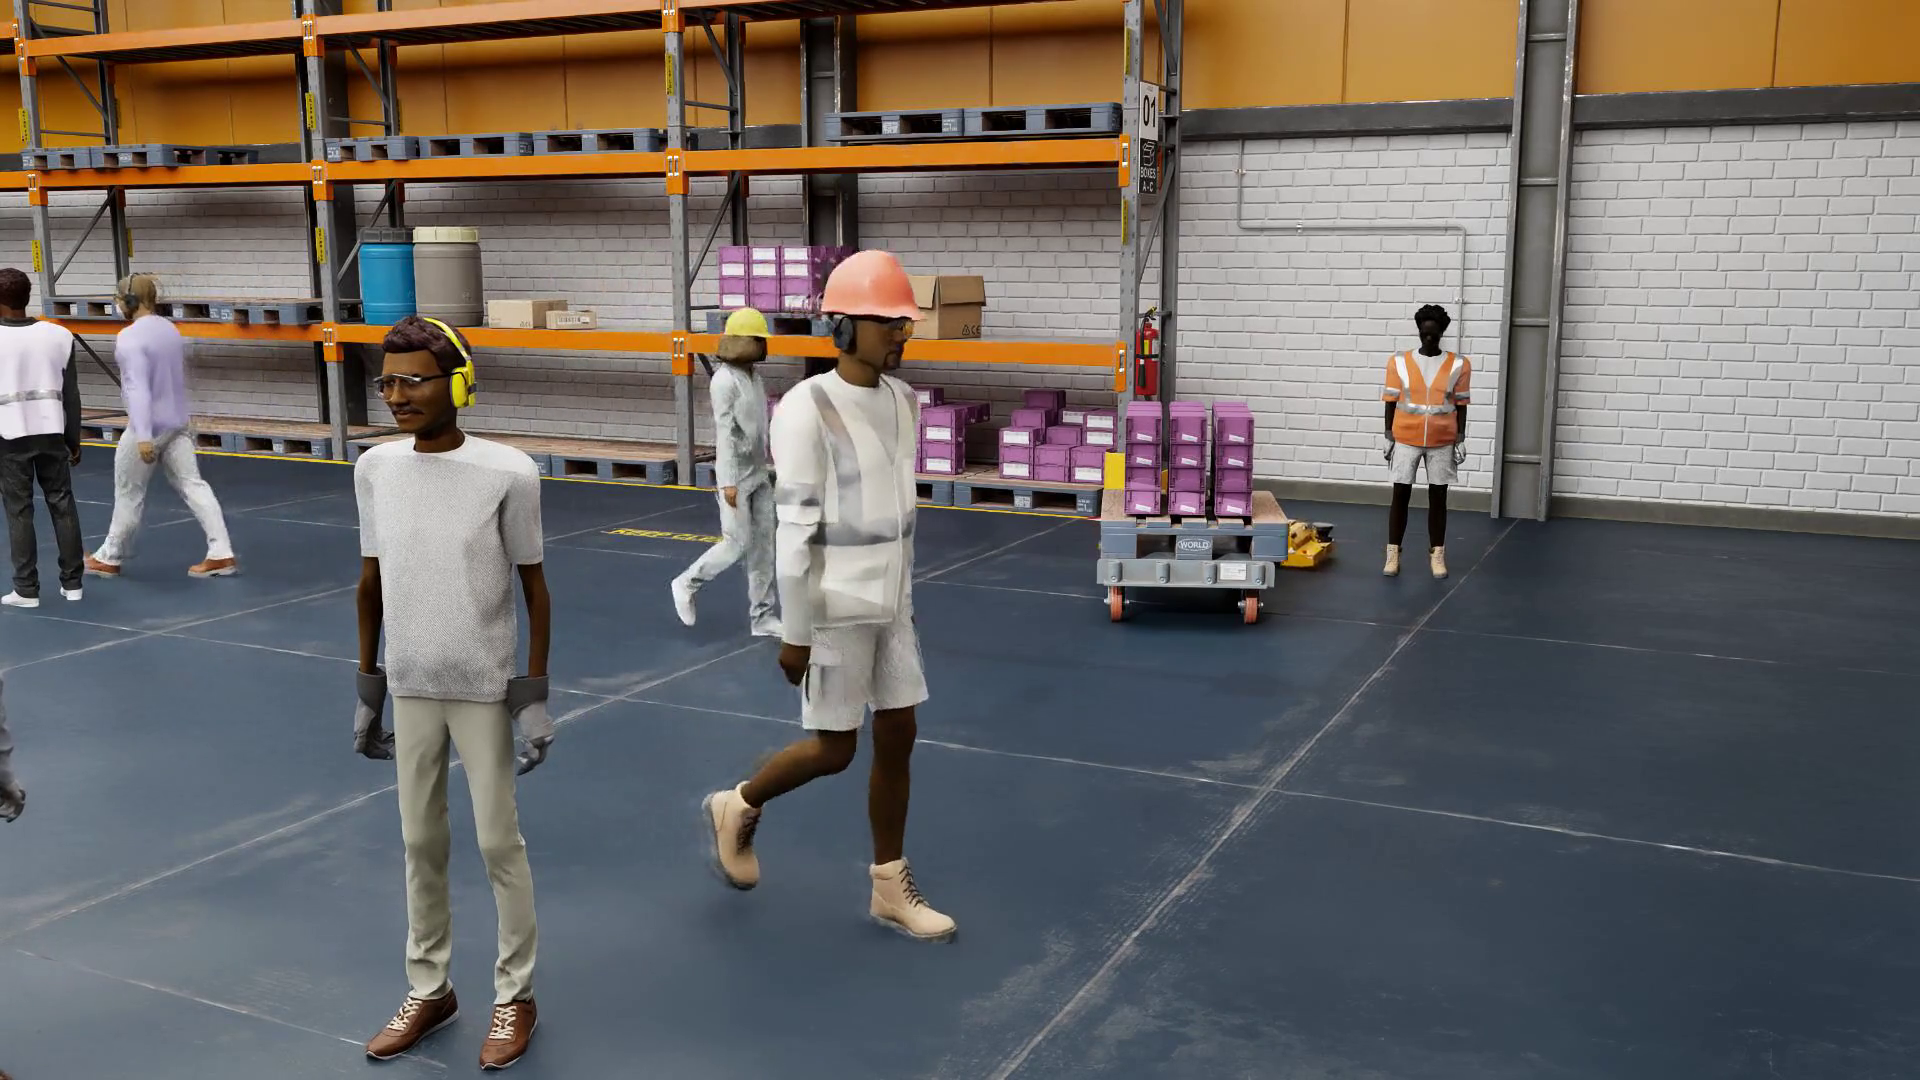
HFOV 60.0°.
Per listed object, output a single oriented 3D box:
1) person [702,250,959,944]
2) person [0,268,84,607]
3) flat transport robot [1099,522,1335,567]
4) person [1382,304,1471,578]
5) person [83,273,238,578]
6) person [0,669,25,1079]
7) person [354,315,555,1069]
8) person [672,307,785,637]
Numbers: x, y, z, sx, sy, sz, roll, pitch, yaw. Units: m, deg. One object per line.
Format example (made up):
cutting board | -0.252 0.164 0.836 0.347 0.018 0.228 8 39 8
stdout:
person | -0.382 0.167 4.916 0.769 2.027 0.617 7 12 33
person | -5.289 -0.574 9.446 0.391 1.920 0.587 8 13 40
flat transport robot | 1.700 -0.022 11.002 1.431 0.197 0.652 4 11 24
person | 2.870 -0.606 10.276 0.533 1.692 0.319 2 10 12
person | -4.958 -0.685 10.199 1.037 1.882 0.652 1 10 4
person | -2.352 0.567 3.729 0.285 1.633 0.497 4 11 24
person | -1.259 0.383 4.114 0.534 1.868 0.310 2 10 11
person | -1.170 -0.341 8.635 0.607 1.724 0.498 4 11 20
